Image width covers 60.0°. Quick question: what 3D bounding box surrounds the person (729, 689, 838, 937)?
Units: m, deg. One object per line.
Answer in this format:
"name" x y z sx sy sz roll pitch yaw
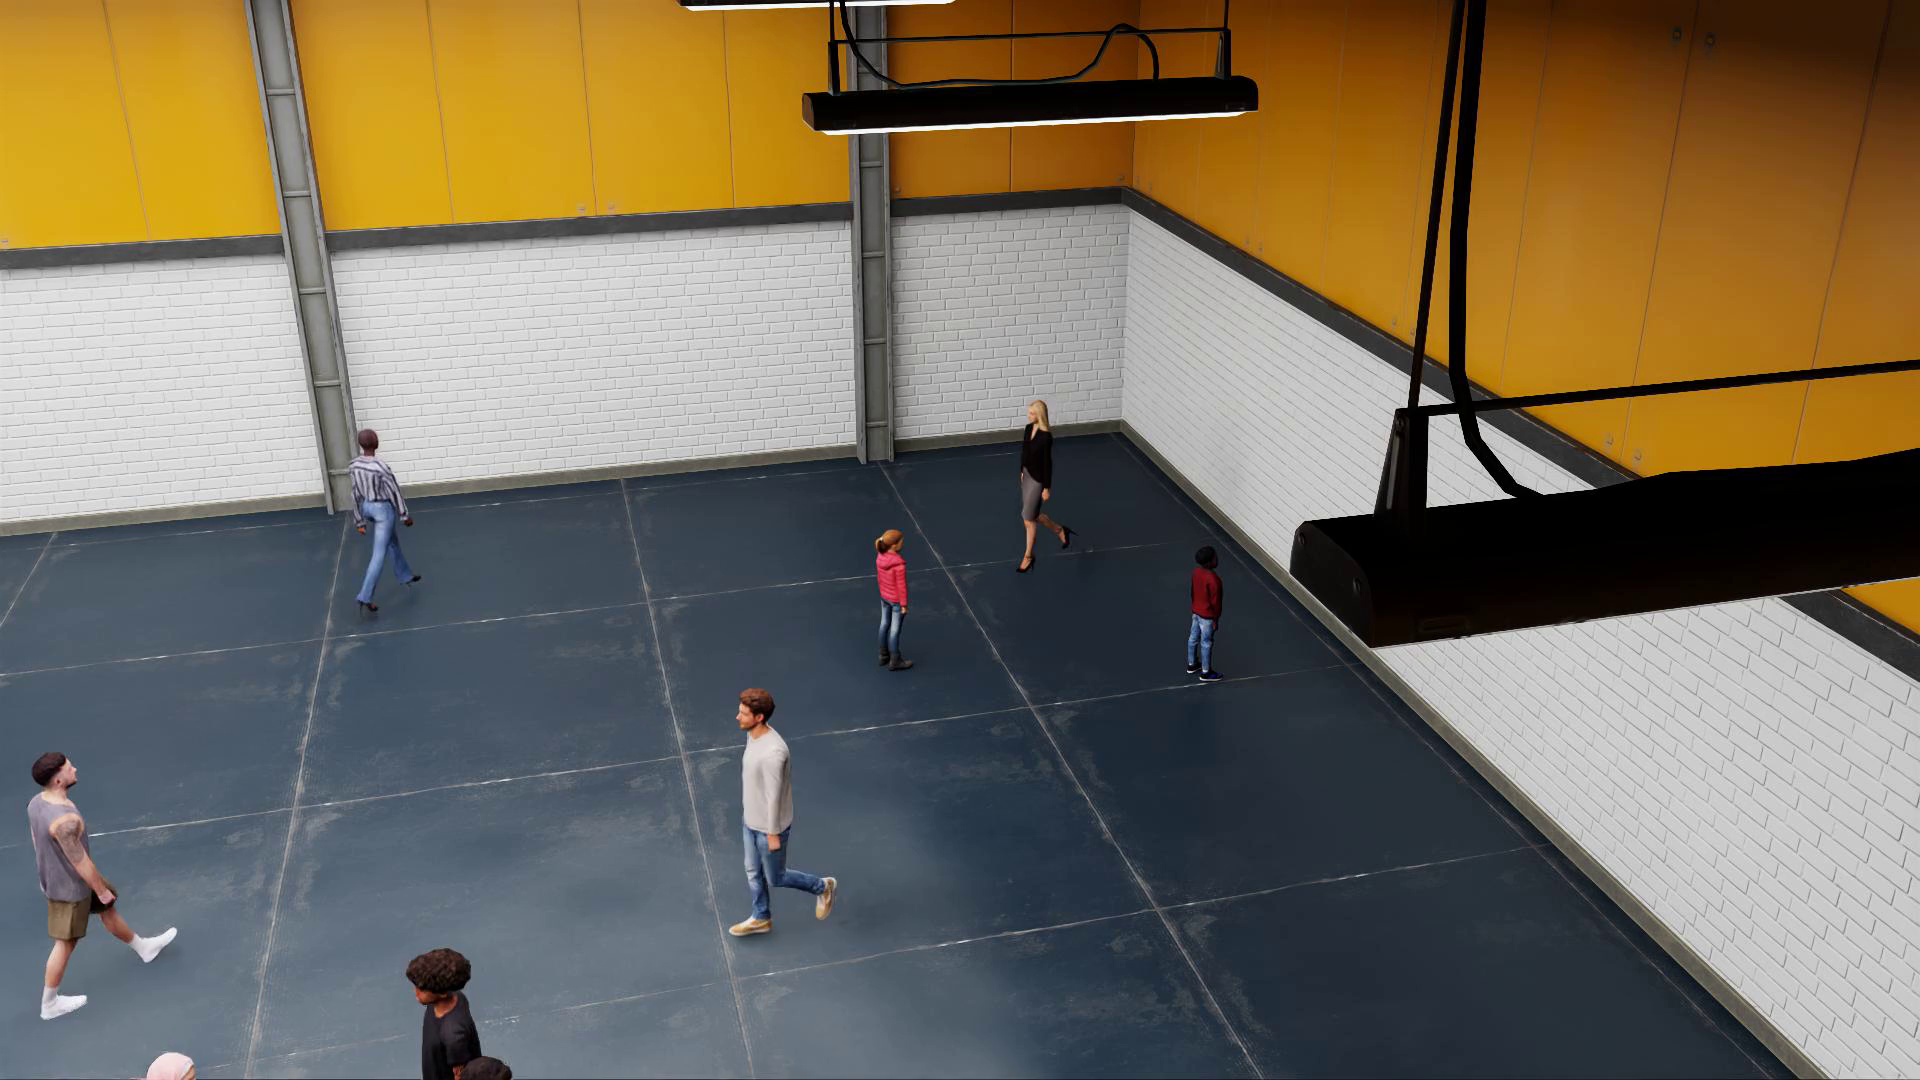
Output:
"person" -1.209 1.844 11.103 1.032 1.883 0.782 -11 26 -24

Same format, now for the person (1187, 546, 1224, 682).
"person" 2.155 0.631 14.658 0.547 1.256 0.546 -12 26 -26

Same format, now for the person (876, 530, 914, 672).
"person" -0.609 0.525 14.828 0.582 1.315 0.578 -17 29 -34

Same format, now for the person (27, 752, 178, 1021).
"person" -5.720 2.220 10.534 1.037 1.794 1.268 21 31 40

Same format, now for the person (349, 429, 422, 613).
"person" -5.566 -0.143 15.822 1.150 1.743 1.178 11 26 24

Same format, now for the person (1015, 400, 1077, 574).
"person" 0.845 -0.530 16.642 0.984 1.796 0.746 -13 27 -26

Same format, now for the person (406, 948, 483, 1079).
"person" -2.617 2.889 8.851 0.947 1.771 0.730 -11 26 -24
